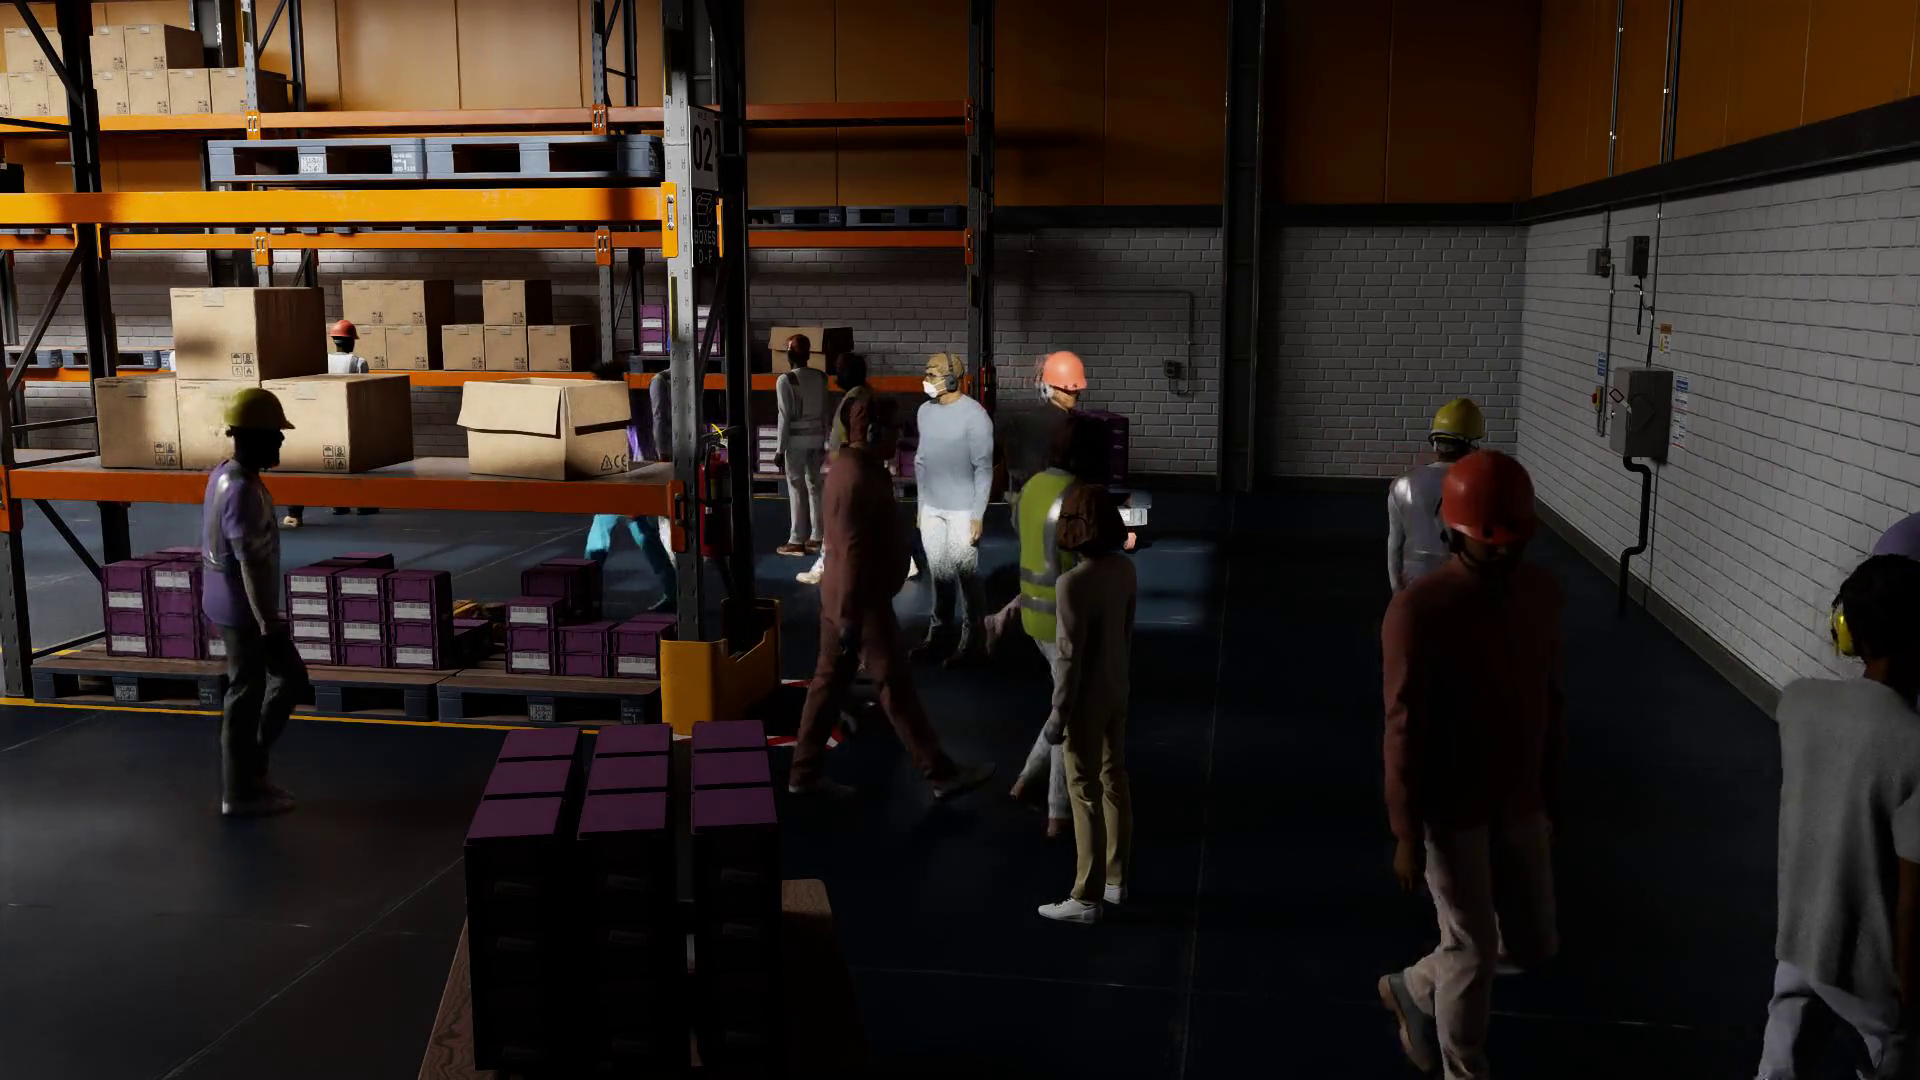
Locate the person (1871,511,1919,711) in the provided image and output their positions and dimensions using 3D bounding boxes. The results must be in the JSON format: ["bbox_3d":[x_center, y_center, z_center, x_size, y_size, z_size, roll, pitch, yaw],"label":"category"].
[{"bbox_3d":[3.328,0.580,5.499,0.643,1.909,0.411,-1,9,-6],"label":"person"}]

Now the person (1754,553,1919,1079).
[{"bbox_3d":[1.878,0.932,3.605,0.900,1.829,0.503,-3,10,-18],"label":"person"}]

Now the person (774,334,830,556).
[{"bbox_3d":[-1.354,-0.806,14.185,0.355,1.881,0.576,7,12,38],"label":"person"}]

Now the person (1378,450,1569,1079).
[{"bbox_3d":[1.376,0.708,4.562,0.636,1.957,0.581,-5,10,-28],"label":"person"}]

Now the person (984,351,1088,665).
[{"bbox_3d":[0.499,-0.133,9.749,0.691,1.965,0.651,7,11,36],"label":"person"}]

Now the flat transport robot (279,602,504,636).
[{"bbox_3d":[-3.743,0.535,10.838,1.431,0.197,0.652,1,9,9],"label":"flat transport robot"}]

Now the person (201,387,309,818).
[{"bbox_3d":[-3.086,0.288,7.295,0.477,1.905,0.601,-4,10,-22],"label":"person"}]

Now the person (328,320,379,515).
[{"bbox_3d":[-6.076,-1.208,16.507,0.551,1.933,0.371,1,9,6],"label":"person"}]

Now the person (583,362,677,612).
[{"bbox_3d":[-2.388,-0.348,11.620,0.989,1.791,0.587,0,9,-1],"label":"person"}]

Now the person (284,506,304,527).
[{"bbox_3d":[-6.499,-1.109,15.564,0.536,2.000,0.673,7,12,38],"label":"person"}]

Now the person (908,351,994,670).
[{"bbox_3d":[-0.052,-0.181,10.135,0.375,1.936,0.628,-8,12,-40],"label":"person"}]

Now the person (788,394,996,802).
[{"bbox_3d":[-0.338,0.279,7.512,0.974,1.854,0.664,-2,9,-10],"label":"person"}]

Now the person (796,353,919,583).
[{"bbox_3d":[-0.760,-0.545,12.836,0.945,1.803,0.653,1,9,9],"label":"person"}]

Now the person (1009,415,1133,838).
[{"bbox_3d":[0.480,0.377,7.059,0.444,1.817,0.623,-3,10,-19],"label":"person"}]

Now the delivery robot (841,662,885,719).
[{"bbox_3d":[-0.490,0.686,8.733,0.477,0.478,0.707,-1,9,-9],"label":"delivery robot"}]

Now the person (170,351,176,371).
[{"bbox_3d":[-8.385,-1.469,18.273,0.353,1.887,0.573,6,11,33],"label":"person"}]

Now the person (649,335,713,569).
[{"bbox_3d":[-2.273,-0.744,13.587,0.389,1.948,0.608,5,10,27],"label":"person"}]

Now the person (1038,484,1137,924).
[{"bbox_3d":[0.482,0.605,6.188,0.285,1.633,0.497,6,11,33],"label":"person"}]

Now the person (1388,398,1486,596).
[{"bbox_3d":[2.272,0.264,7.690,0.586,1.833,0.403,7,12,37],"label":"person"}]
